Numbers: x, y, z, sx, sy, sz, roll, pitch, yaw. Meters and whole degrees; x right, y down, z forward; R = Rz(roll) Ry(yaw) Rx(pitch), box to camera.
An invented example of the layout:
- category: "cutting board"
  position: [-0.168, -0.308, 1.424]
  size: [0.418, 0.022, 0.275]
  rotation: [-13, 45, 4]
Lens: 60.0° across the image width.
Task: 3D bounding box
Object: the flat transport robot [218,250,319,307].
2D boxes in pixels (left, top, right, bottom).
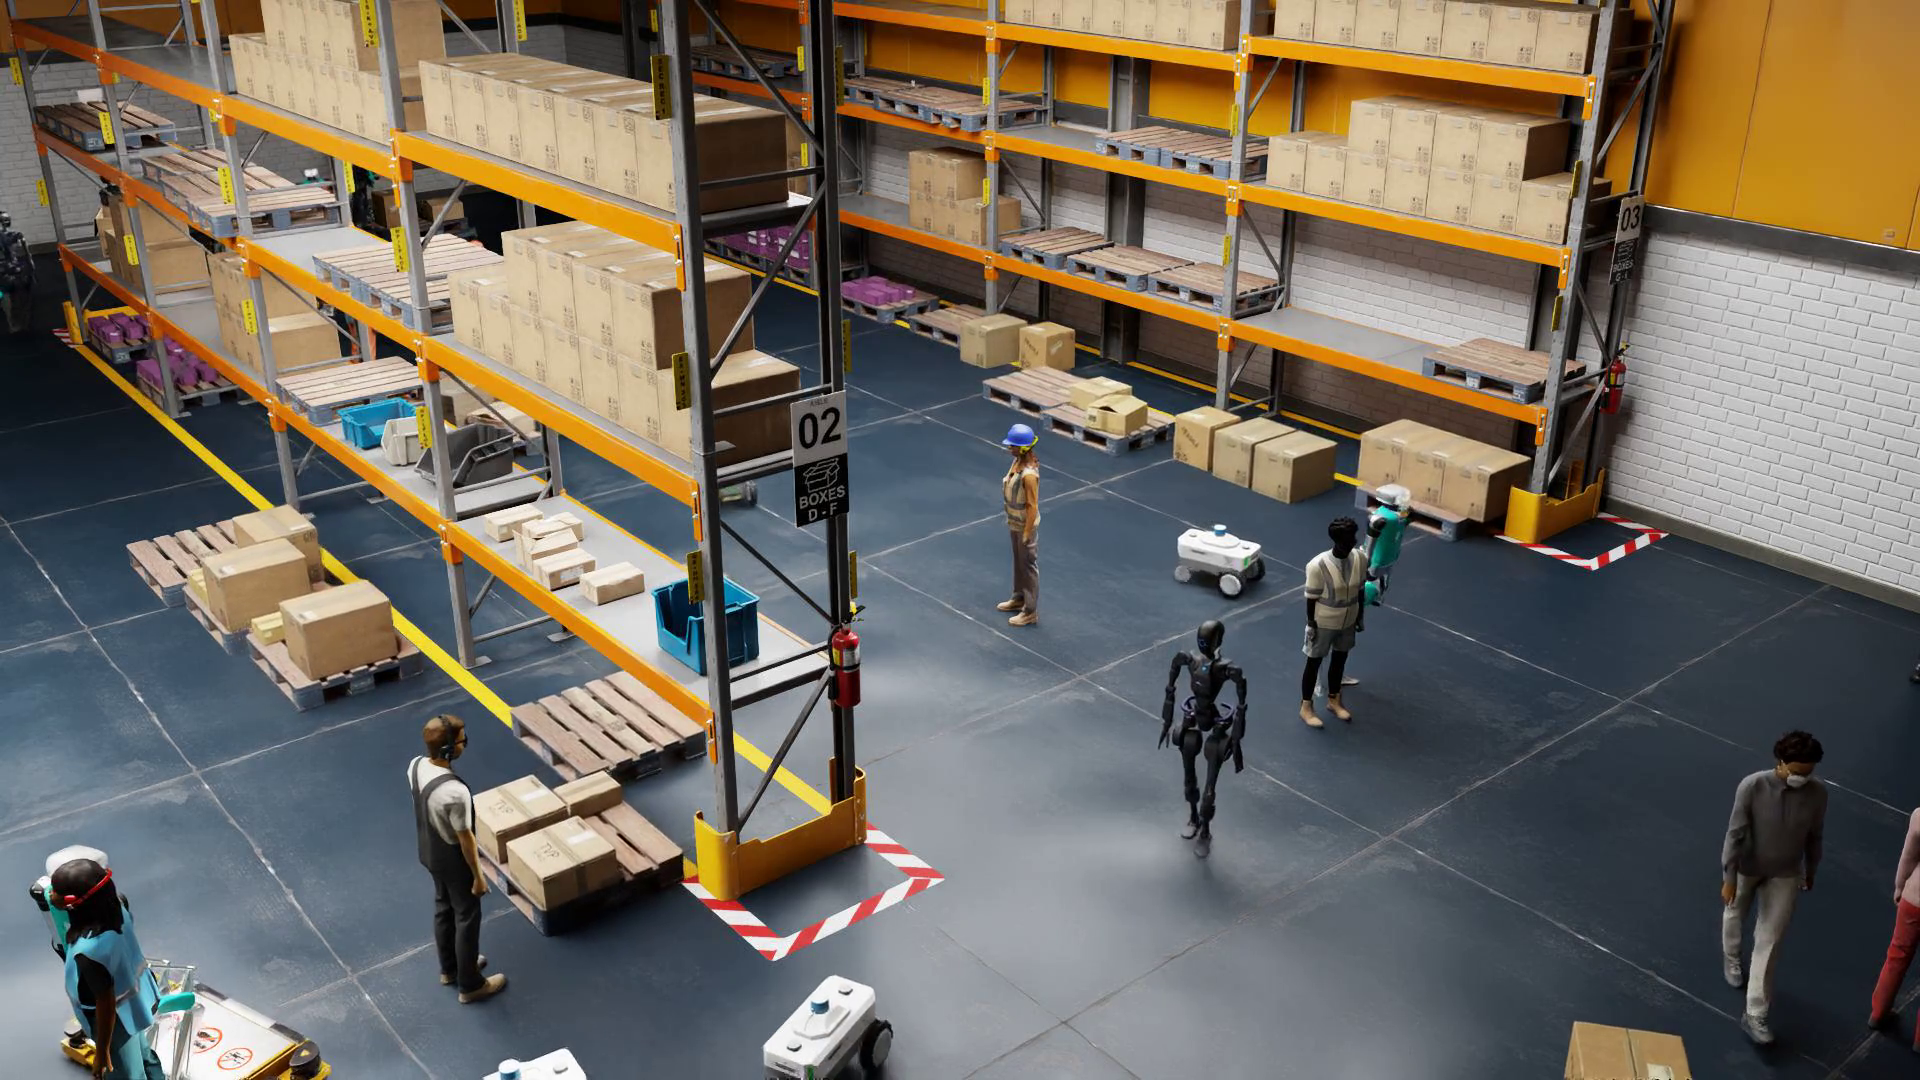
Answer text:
- category: "flat transport robot"
  position: [-9.796, -3.288, 23.257]
  size: [1.431, 0.231, 0.659]
  rotation: [4, 24, 10]

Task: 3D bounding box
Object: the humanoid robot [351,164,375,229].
- category: "humanoid robot"
  position: [-10.101, -6.021, 27.817]
  size: [0.452, 1.647, 0.600]
  rotation: [1, 23, 3]

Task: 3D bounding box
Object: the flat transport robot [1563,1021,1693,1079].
- category: "flat transport robot"
  position: [3.445, 3.346, 7.894]
  size: [1.431, 0.231, 0.659]
  rotation: [5, 24, 12]

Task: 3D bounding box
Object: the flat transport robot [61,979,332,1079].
- category: "flat transport robot"
  position: [-4.208, 2.811, 9.133]
  size: [1.431, 0.231, 0.659]
  rotation: [13, 27, 28]

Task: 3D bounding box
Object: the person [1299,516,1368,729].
- category: "person"
  position: [2.796, 0.601, 12.453]
  size: [0.533, 1.693, 0.320]
  rotation: [-10, 25, -21]

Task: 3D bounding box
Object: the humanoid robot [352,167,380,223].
- category: "humanoid robot"
  position: [-10.177, -6.258, 28.272]
  size: [0.622, 1.794, 0.530]
  rotation: [6, 24, 14]

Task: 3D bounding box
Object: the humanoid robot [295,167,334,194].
- category: "humanoid robot"
  position: [-9.486, -4.626, 24.529]
  size: [0.538, 1.801, 0.697]
  rotation: [-16, 28, -33]

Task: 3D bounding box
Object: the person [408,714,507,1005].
- category: "person"
  position: [-2.880, 1.816, 9.466]
  size: [0.520, 1.834, 0.353]
  rotation: [20, 30, 38]

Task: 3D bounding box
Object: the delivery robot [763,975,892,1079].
- category: "delivery robot"
  position: [-0.740, 2.710, 9.022]
  size: [0.499, 0.606, 0.796]
  rotation: [12, 26, 25]

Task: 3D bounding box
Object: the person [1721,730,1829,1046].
- category: "person"
  position: [4.546, 1.872, 9.318]
  size: [0.545, 1.837, 0.955]
  rotation: [6, 24, 14]

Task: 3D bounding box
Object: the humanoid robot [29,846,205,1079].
- category: "humanoid robot"
  position: [-4.212, 2.191, 8.546]
  size: [0.533, 1.681, 0.735]
  rotation: [8, 25, 18]

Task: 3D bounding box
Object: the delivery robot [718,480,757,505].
- category: "delivery robot"
  position: [-2.382, -0.642, 16.757]
  size: [0.499, 0.585, 0.765]
  rotation: [-10, 25, -23]

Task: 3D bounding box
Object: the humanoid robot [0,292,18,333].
- category: "humanoid robot"
  position: [-12.938, -3.543, 22.063]
  size: [0.532, 1.835, 0.836]
  rotation: [13, 27, 28]

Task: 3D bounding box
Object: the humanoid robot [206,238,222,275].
- category: "humanoid robot"
  position: [-10.292, -3.994, 23.066]
  size: [0.787, 1.788, 0.532]
  rotation: [8, 25, 18]

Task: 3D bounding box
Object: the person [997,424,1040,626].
- category: "person"
  position: [0.511, -0.137, 14.054]
  size: [0.315, 1.778, 0.469]
  rotation: [-6, 24, -13]

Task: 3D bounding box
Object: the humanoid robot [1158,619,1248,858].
- category: "humanoid robot"
  position: [1.584, 1.270, 10.926]
  size: [0.609, 1.646, 0.456]
  rotation: [12, 26, 27]

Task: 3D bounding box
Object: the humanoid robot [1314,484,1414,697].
- category: "humanoid robot"
  position: [3.024, 0.356, 12.956]
  size: [0.774, 1.763, 0.636]
  rotation: [21, 31, 40]

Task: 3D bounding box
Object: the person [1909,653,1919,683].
- category: "person"
  position: [7.807, 0.260, 12.958]
  size: [0.547, 1.926, 0.379]
  rotation: [14, 27, 29]

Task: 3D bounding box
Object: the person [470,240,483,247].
- category: "person"
  position: [-5.833, -2.826, 20.337]
  size: [0.565, 1.734, 0.503]
  rotation: [-6, 24, -13]

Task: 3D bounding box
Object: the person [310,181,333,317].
- category: "person"
  position: [-8.636, -3.989, 22.873]
  size: [0.650, 1.872, 0.659]
  rotation: [14, 27, 29]

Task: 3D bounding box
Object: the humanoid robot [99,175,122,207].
- category: "humanoid robot"
  position: [-12.477, -4.684, 24.724]
  size: [0.492, 1.644, 0.613]
  rotation: [2, 23, 4]

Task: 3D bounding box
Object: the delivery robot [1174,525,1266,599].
- category: "delivery robot"
  position: [2.331, 0.167, 14.907]
  size: [0.801, 0.602, 0.499]
  rotation: [14, 27, 30]

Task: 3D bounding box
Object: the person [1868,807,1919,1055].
- category: "person"
  position: [5.387, 2.006, 9.121]
  size: [0.335, 1.756, 0.516]
  rotation: [-18, 29, -36]

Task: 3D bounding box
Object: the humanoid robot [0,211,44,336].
- category: "humanoid robot"
  position: [-12.548, -3.528, 22.051]
  size: [0.593, 1.645, 0.360]
  rotation: [2, 23, 5]

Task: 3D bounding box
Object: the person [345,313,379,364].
- category: "person"
  position: [-7.167, -2.665, 19.939]
  size: [0.502, 1.758, 0.344]
  rotation: [11, 26, 23]

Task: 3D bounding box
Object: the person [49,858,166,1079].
- category: "person"
  position: [-4.131, 2.365, 8.153]
  size: [0.391, 1.866, 0.521]
  rotation: [-6, 24, -13]

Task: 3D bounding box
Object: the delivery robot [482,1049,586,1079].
- category: "delivery robot"
  position: [-2.292, 2.940, 8.498]
  size: [0.818, 0.614, 0.499]
  rotation: [-15, 27, -31]

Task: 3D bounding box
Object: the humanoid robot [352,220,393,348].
- category: "humanoid robot"
  position: [-7.701, -3.320, 21.554]
  size: [0.322, 1.651, 0.602]
  rotation: [9, 25, 20]
